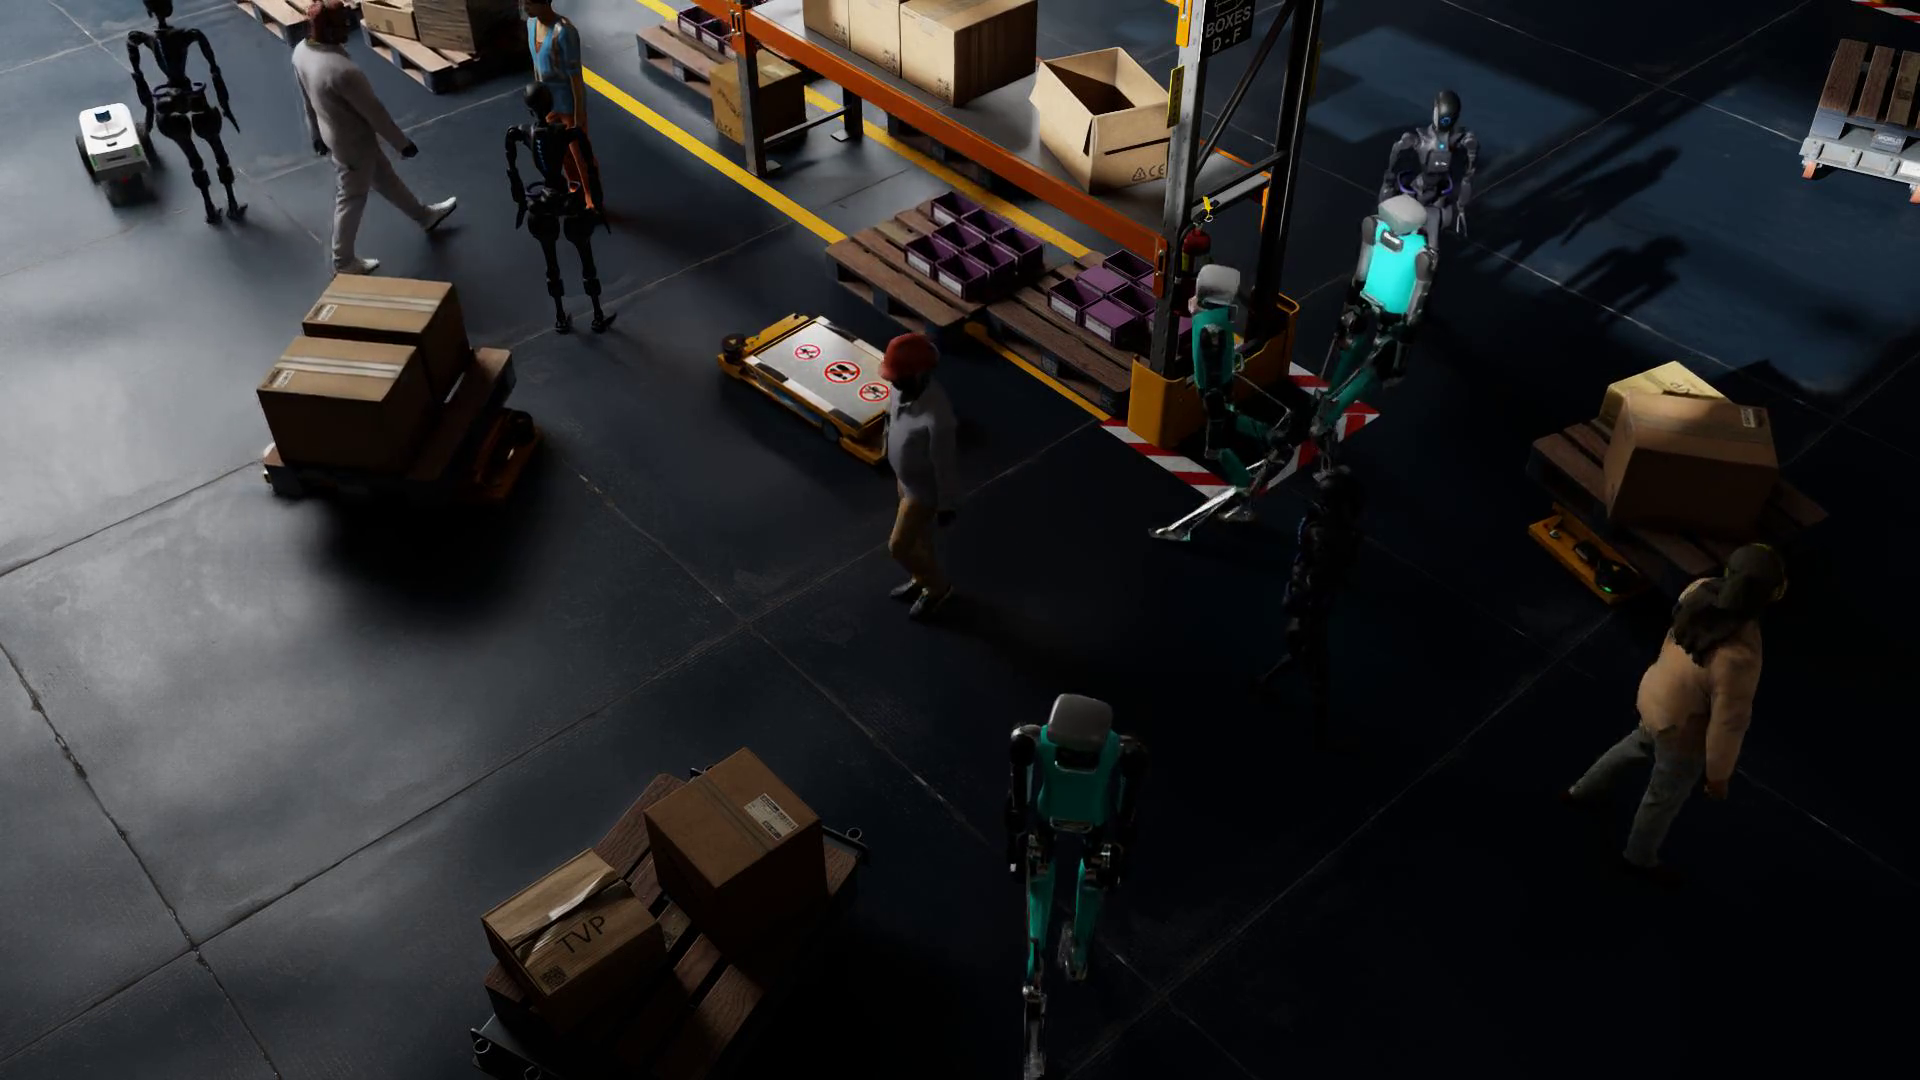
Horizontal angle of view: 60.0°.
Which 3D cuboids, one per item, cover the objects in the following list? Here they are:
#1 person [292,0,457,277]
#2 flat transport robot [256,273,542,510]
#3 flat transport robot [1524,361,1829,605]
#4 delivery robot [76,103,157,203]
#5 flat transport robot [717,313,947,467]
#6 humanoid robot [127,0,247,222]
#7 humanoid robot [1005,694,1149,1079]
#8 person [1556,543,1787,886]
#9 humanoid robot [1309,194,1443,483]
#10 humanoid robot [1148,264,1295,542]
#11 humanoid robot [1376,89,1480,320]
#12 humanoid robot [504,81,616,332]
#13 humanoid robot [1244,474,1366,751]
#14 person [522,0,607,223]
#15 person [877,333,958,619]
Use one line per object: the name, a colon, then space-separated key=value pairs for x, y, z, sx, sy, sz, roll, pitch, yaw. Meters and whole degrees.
person: x=-3.835 y=-2.628 z=10.785 sx=1.032 sy=1.843 sz=0.649 roll=-27 pitch=49 yaw=-27
flat transport robot: x=-3.236 y=-0.531 z=9.673 sx=1.431 sy=0.231 sz=0.659 roll=6 pitch=43 yaw=6
flat transport robot: x=3.930 y=-0.116 z=9.221 sx=1.431 sy=0.231 sz=0.659 roll=-19 pitch=46 yaw=-20
delivery robot: x=-6.087 y=-2.832 z=11.976 sx=0.499 sy=0.611 sz=0.809 roll=-19 pitch=46 yaw=-20
flat transport robot: x=-0.777 y=-0.967 z=10.147 sx=1.431 sy=0.231 sz=0.659 roll=33 pitch=52 yaw=31
humanoid robot: x=-5.234 y=-2.919 z=11.239 sx=0.612 sy=1.647 sz=0.333 roll=-6 pitch=43 yaw=-7
humanoid robot: x=0.399 y=1.453 z=6.467 sx=0.531 sy=1.783 sz=1.018 roll=6 pitch=43 yaw=6
person: x=3.057 y=0.774 z=7.080 sx=0.459 sy=1.872 sz=0.711 roll=0 pitch=43 yaw=1
humanoid robot: x=2.116 y=-0.995 z=9.101 sx=0.768 sy=1.783 sz=0.539 roll=-22 pitch=47 yaw=-22
humanoid robot: x=1.515 y=-0.643 z=8.726 sx=0.804 sy=1.775 sz=0.550 roll=3 pitch=43 yaw=4
humanoid robot: x=2.864 y=-2.061 z=10.303 sx=0.616 sy=1.642 sz=0.370 roll=-1 pitch=43 yaw=-1
humanoid robot: x=-2.483 y=-2.046 z=10.271 sx=0.599 sy=1.655 sz=0.315 roll=2 pitch=43 yaw=2
humanoid robot: x=1.697 y=0.300 z=7.756 sx=0.617 sy=1.645 sz=0.614 roll=16 pitch=45 yaw=17
person: x=-2.697 y=-2.951 z=11.207 sx=0.497 sy=1.759 sz=0.345 roll=31 pitch=51 yaw=29
person: x=-0.243 y=-0.320 z=8.354 sx=0.397 sy=1.731 sz=0.584 roll=-15 pitch=45 yaw=-15
